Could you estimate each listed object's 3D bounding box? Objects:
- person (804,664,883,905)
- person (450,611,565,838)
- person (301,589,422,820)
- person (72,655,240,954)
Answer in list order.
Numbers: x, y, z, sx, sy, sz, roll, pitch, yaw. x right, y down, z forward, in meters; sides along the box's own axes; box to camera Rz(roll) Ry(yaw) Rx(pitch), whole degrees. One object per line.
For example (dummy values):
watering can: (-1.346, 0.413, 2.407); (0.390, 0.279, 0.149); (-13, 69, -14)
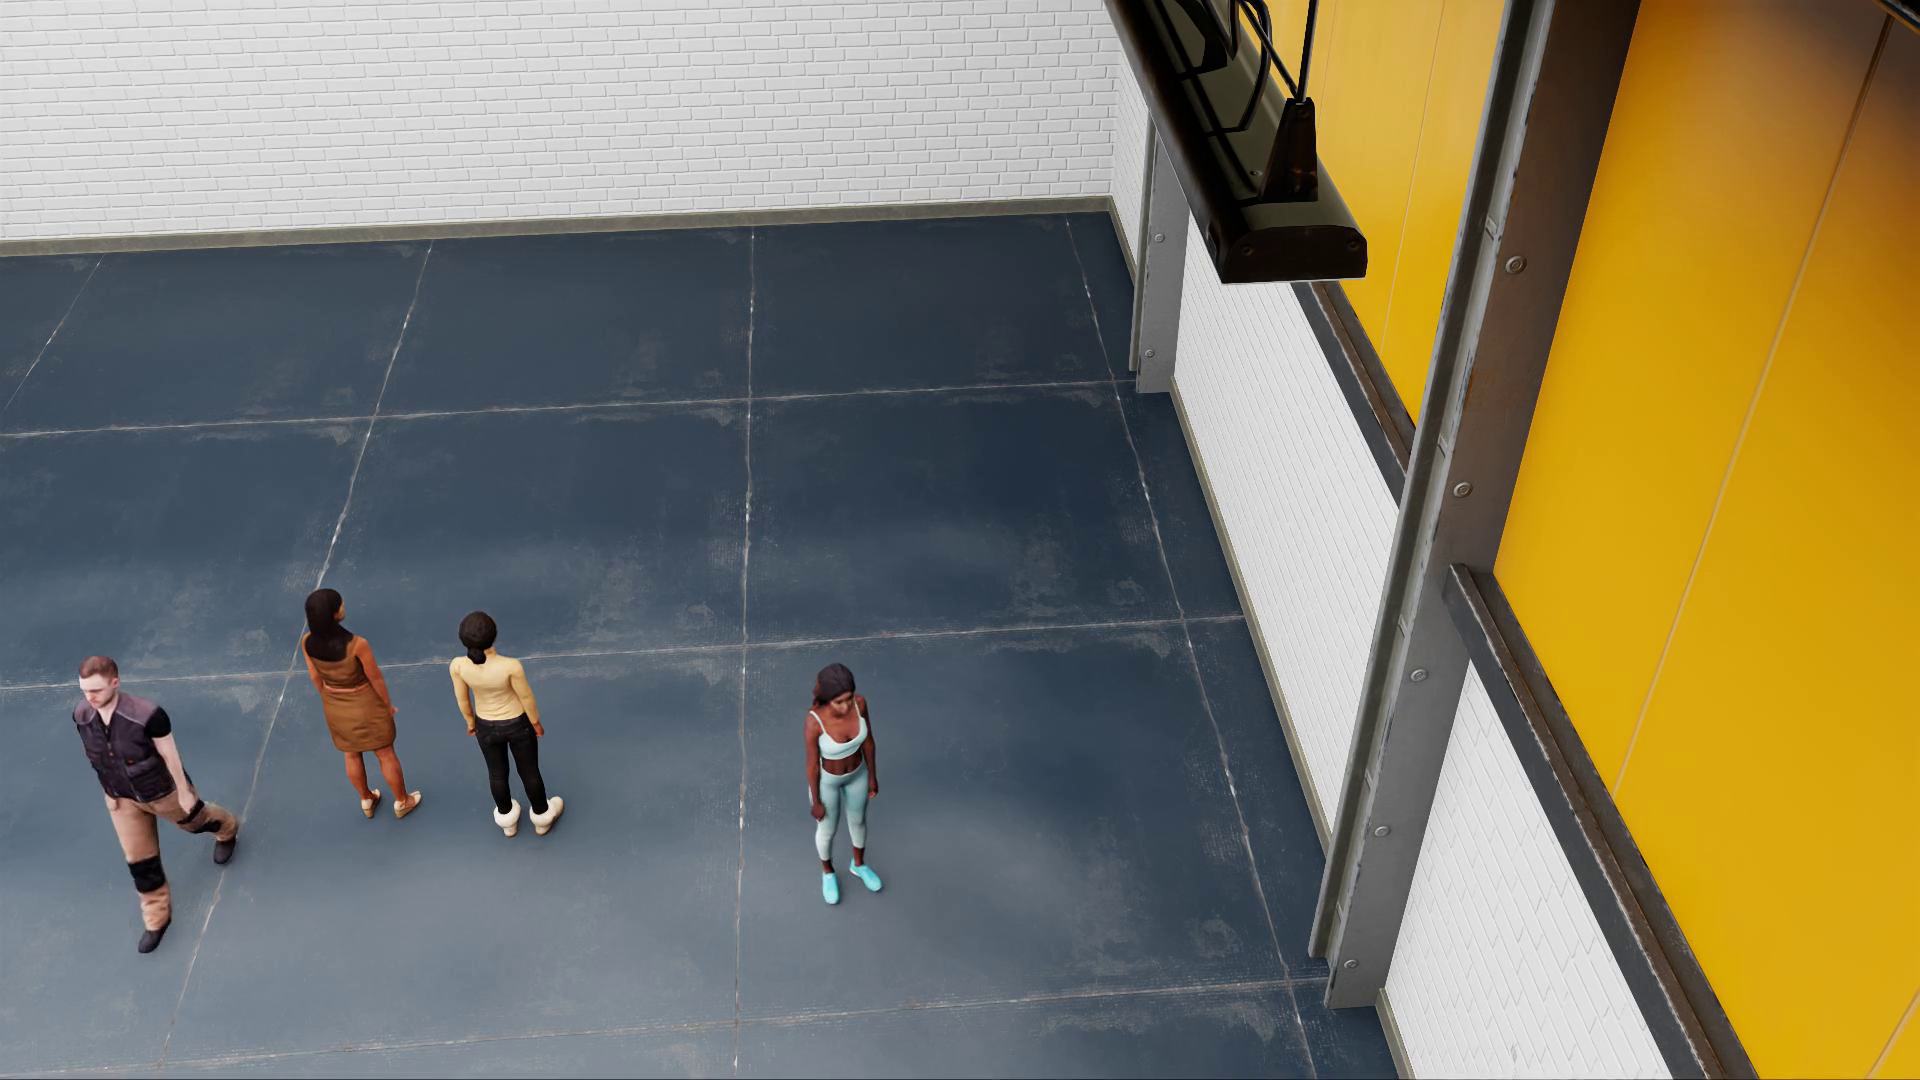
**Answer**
person: (-0.657, 1.312, 9.090); (0.643, 1.724, 0.655); (-20, 43, -23)
person: (-2.601, 1.050, 9.471); (0.611, 1.659, 0.581); (0, 39, 0)
person: (-3.471, 0.967, 9.554); (0.603, 1.685, 0.571); (5, 39, 6)
person: (-4.369, 1.277, 9.073); (0.801, 1.800, 1.215); (2, 39, 3)
